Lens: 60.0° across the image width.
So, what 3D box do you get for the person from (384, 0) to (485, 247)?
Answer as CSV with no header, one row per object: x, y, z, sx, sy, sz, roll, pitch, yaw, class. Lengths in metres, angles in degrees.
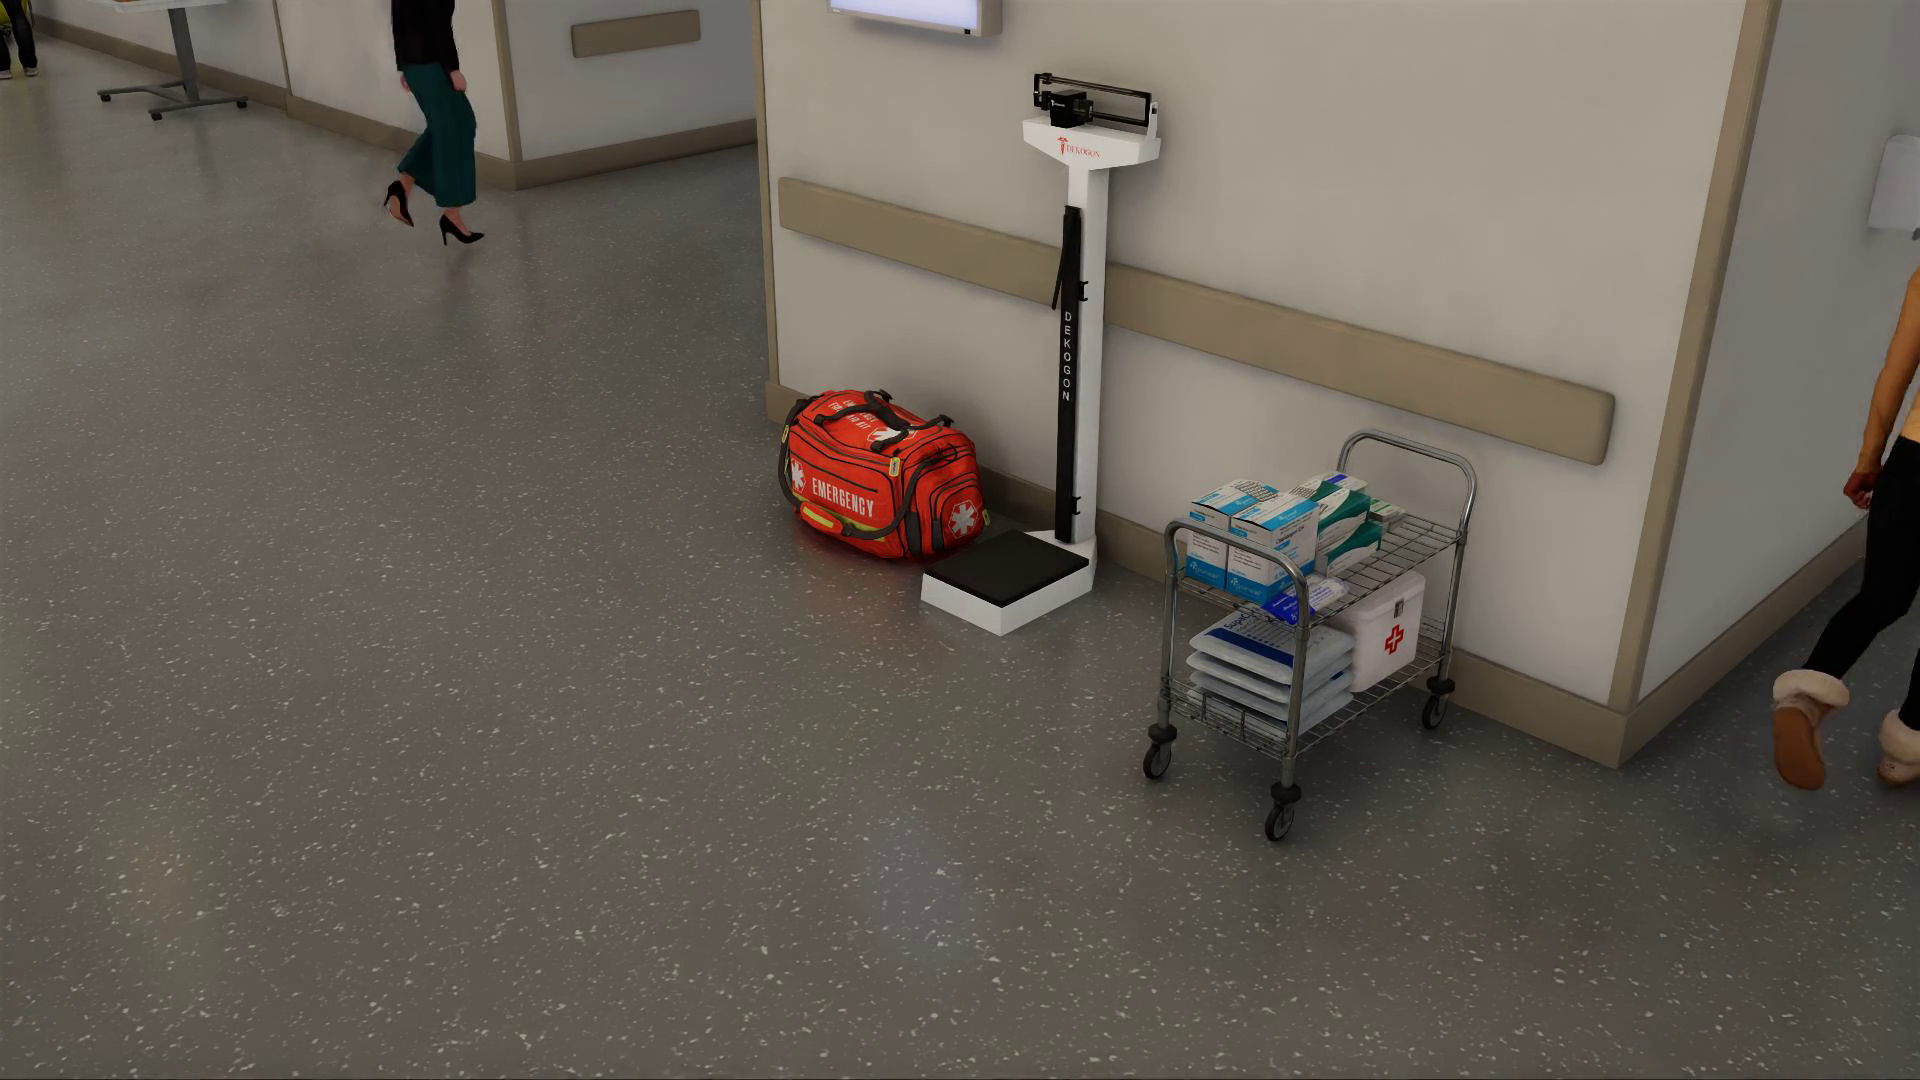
-2.756,-2.330,8.462,0.717,1.726,0.759,-19,32,-34,person

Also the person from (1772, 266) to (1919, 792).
2.301,-0.101,3.941,0.745,1.639,0.911,-16,30,-30,person
